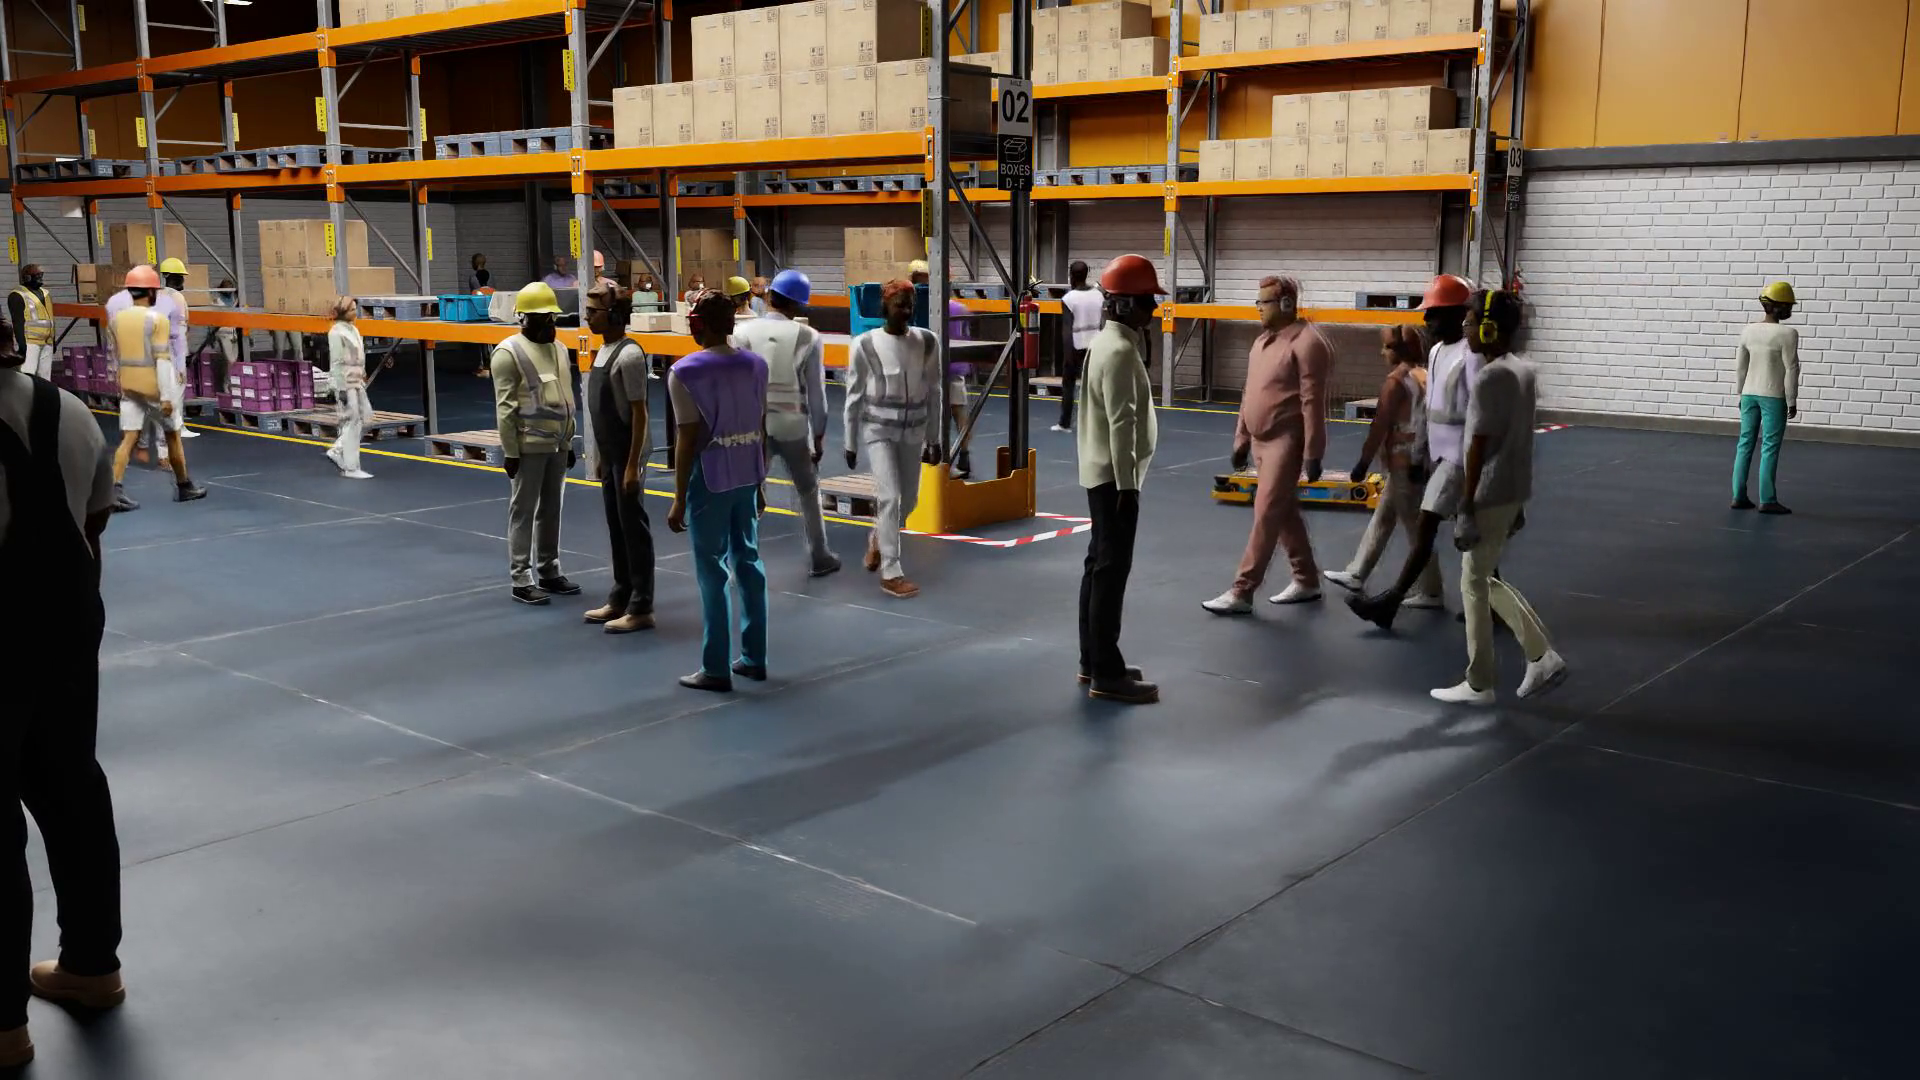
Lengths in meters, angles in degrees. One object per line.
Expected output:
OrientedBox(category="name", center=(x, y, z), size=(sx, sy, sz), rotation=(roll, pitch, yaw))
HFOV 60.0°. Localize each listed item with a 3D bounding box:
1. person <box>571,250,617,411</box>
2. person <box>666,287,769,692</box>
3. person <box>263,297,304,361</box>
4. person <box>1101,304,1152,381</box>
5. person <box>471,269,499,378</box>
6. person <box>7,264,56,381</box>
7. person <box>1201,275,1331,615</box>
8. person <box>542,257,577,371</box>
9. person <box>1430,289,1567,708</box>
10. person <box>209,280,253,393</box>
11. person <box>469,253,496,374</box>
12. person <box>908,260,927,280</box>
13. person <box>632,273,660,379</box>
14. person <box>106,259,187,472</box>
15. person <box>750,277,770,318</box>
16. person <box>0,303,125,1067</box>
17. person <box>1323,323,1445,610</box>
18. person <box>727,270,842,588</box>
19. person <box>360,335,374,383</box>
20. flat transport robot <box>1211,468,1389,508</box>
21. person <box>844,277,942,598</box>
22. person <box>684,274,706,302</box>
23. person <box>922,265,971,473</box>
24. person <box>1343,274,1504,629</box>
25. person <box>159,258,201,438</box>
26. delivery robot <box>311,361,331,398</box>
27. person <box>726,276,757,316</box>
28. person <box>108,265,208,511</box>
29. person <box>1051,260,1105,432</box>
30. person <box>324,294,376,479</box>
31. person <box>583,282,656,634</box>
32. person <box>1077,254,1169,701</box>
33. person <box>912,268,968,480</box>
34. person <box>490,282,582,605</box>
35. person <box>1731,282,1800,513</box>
OrientedBox(category="person", center=(-4.542, -2.611, 20.785), size=(0.621, 1.989, 0.398), rotation=(-5, 11, -26))
OrientedBox(category="person", center=(-1.086, -0.225, 7.616), size=(0.384, 1.845, 0.565), rotation=(8, 13, 38))
OrientedBox(category="person", center=(-9.907, -3.166, 24.513), size=(0.610, 1.785, 0.936), rotation=(-8, 13, -38))
OrientedBox(category="person", center=(1.532, -1.618, 15.477), size=(0.518, 1.873, 0.328), rotation=(-1, 10, -8))
OrientedBox(category="person", center=(-7.407, -3.384, 26.015), size=(0.322, 1.699, 0.536), rotation=(7, 12, 34))
OrientedBox(category="person", center=(-11.091, -2.385, 19.974), size=(0.430, 1.835, 0.622), rotation=(2, 10, 9))
OrientedBox(category="person", center=(1.718, -0.530, 9.282), size=(0.823, 1.869, 0.670), rotation=(-3, 10, -16))
OrientedBox(category="person", center=(-6.483, -3.687, 27.280), size=(0.657, 1.857, 0.965), rotation=(-9, 14, -43))
OrientedBox(category="person", center=(2.339, -0.157, 7.228), size=(0.455, 1.854, 0.518), rotation=(9, 13, 41))
OrientedBox(category="person", center=(-10.010, -2.767, 22.818), size=(0.875, 1.590, 0.524), rotation=(8, 13, 39))
OrientedBox(category="person", center=(-7.669, -3.623, 26.700), size=(0.373, 1.940, 0.628), rotation=(3, 10, 14))
OrientedBox(category="person", center=(-0.404, -2.236, 18.935), size=(0.586, 1.901, 0.879), rotation=(-5, 11, -26))
OrientedBox(category="person", center=(-4.843, -3.292, 25.680), size=(0.280, 1.632, 0.501), rotation=(8, 13, 40))
OrientedBox(category="person", center=(-7.344, -1.575, 15.074), size=(0.646, 1.924, 0.467), rotation=(-8, 13, -39))
OrientedBox(category="person", center=(-2.707, -2.753, 22.616), size=(0.279, 1.633, 0.500), rotation=(1, 10, 8))
OrientedBox(category="person", center=(-2.472, 0.284, 4.163), size=(0.536, 2.000, 0.682), rotation=(3, 10, 16))
OrientedBox(category="person", center=(2.428, -0.420, 9.438), size=(0.812, 1.599, 0.511), rotation=(6, 12, 30))
OrientedBox(category="person", center=(-1.085, -0.665, 10.019), size=(0.681, 1.891, 0.728), rotation=(0, 10, -1))
OrientedBox(category="person", center=(-9.014, -3.275, 24.882), size=(0.356, 1.883, 0.573), rotation=(-2, 10, -13))
OrientedBox(category="flat transport robot", center=(2.778, -0.427, 13.249), size=(1.431, 0.197, 0.652), rotation=(4, 11, 20))
OrientedBox(category="person", center=(-0.431, -0.622, 9.856), size=(0.588, 1.858, 0.766), rotation=(-5, 11, -28))
OrientedBox(category="person", center=(-4.094, -3.320, 25.867), size=(0.277, 1.629, 0.497), rotation=(7, 12, 34))
OrientedBox(category="person", center=(-0.136, -1.531, 14.937), size=(0.560, 1.884, 1.017), rotation=(-4, 11, -23))
OrientedBox(category="person", center=(2.548, -0.457, 8.845), size=(1.012, 1.875, 0.552), rotation=(-1, 10, -6))
OrientedBox(category="person", center=(-8.396, -2.052, 17.821), size=(0.582, 1.919, 0.399), rotation=(10, 14, 44))
OrientedBox(category="delivery robot", center=(-8.472, -2.090, 21.639), size=(0.707, 0.478, 0.477), rotation=(9, 14, 43))
OrientedBox(category="person", center=(-2.036, -1.576, 15.562), size=(0.327, 1.760, 0.524), rotation=(-5, 11, -28))
OrientedBox(category="person", center=(-6.363, -1.182, 12.954), size=(0.570, 1.895, 0.983), rotation=(3, 10, 15))
OrientedBox(category="person", center=(1.350, -2.086, 18.079), size=(0.609, 1.894, 0.848), rotation=(-6, 11, -30))
OrientedBox(category="person", center=(-5.355, -1.337, 14.578), size=(0.393, 1.621, 0.531), rotation=(0, 10, -2))
OrientedBox(category="person", center=(-1.802, -0.430, 8.786), size=(0.351, 1.846, 0.506), rotation=(-6, 11, -29))
OrientedBox(category="person", center=(0.728, -0.283, 7.520), size=(0.395, 1.993, 0.614), rotation=(0, 10, -2))
OrientedBox(category="person", center=(-0.356, -1.381, 14.193), size=(0.997, 1.855, 0.673), rotation=(7, 12, 35))
OrientedBox(category="person", center=(-2.404, -0.556, 9.538), size=(0.404, 1.829, 0.600), rotation=(4, 11, 23))
OrientedBox(category="person", center=(6.202, -1.088, 12.762), size=(0.318, 1.766, 0.533), rotation=(-4, 11, -23))
